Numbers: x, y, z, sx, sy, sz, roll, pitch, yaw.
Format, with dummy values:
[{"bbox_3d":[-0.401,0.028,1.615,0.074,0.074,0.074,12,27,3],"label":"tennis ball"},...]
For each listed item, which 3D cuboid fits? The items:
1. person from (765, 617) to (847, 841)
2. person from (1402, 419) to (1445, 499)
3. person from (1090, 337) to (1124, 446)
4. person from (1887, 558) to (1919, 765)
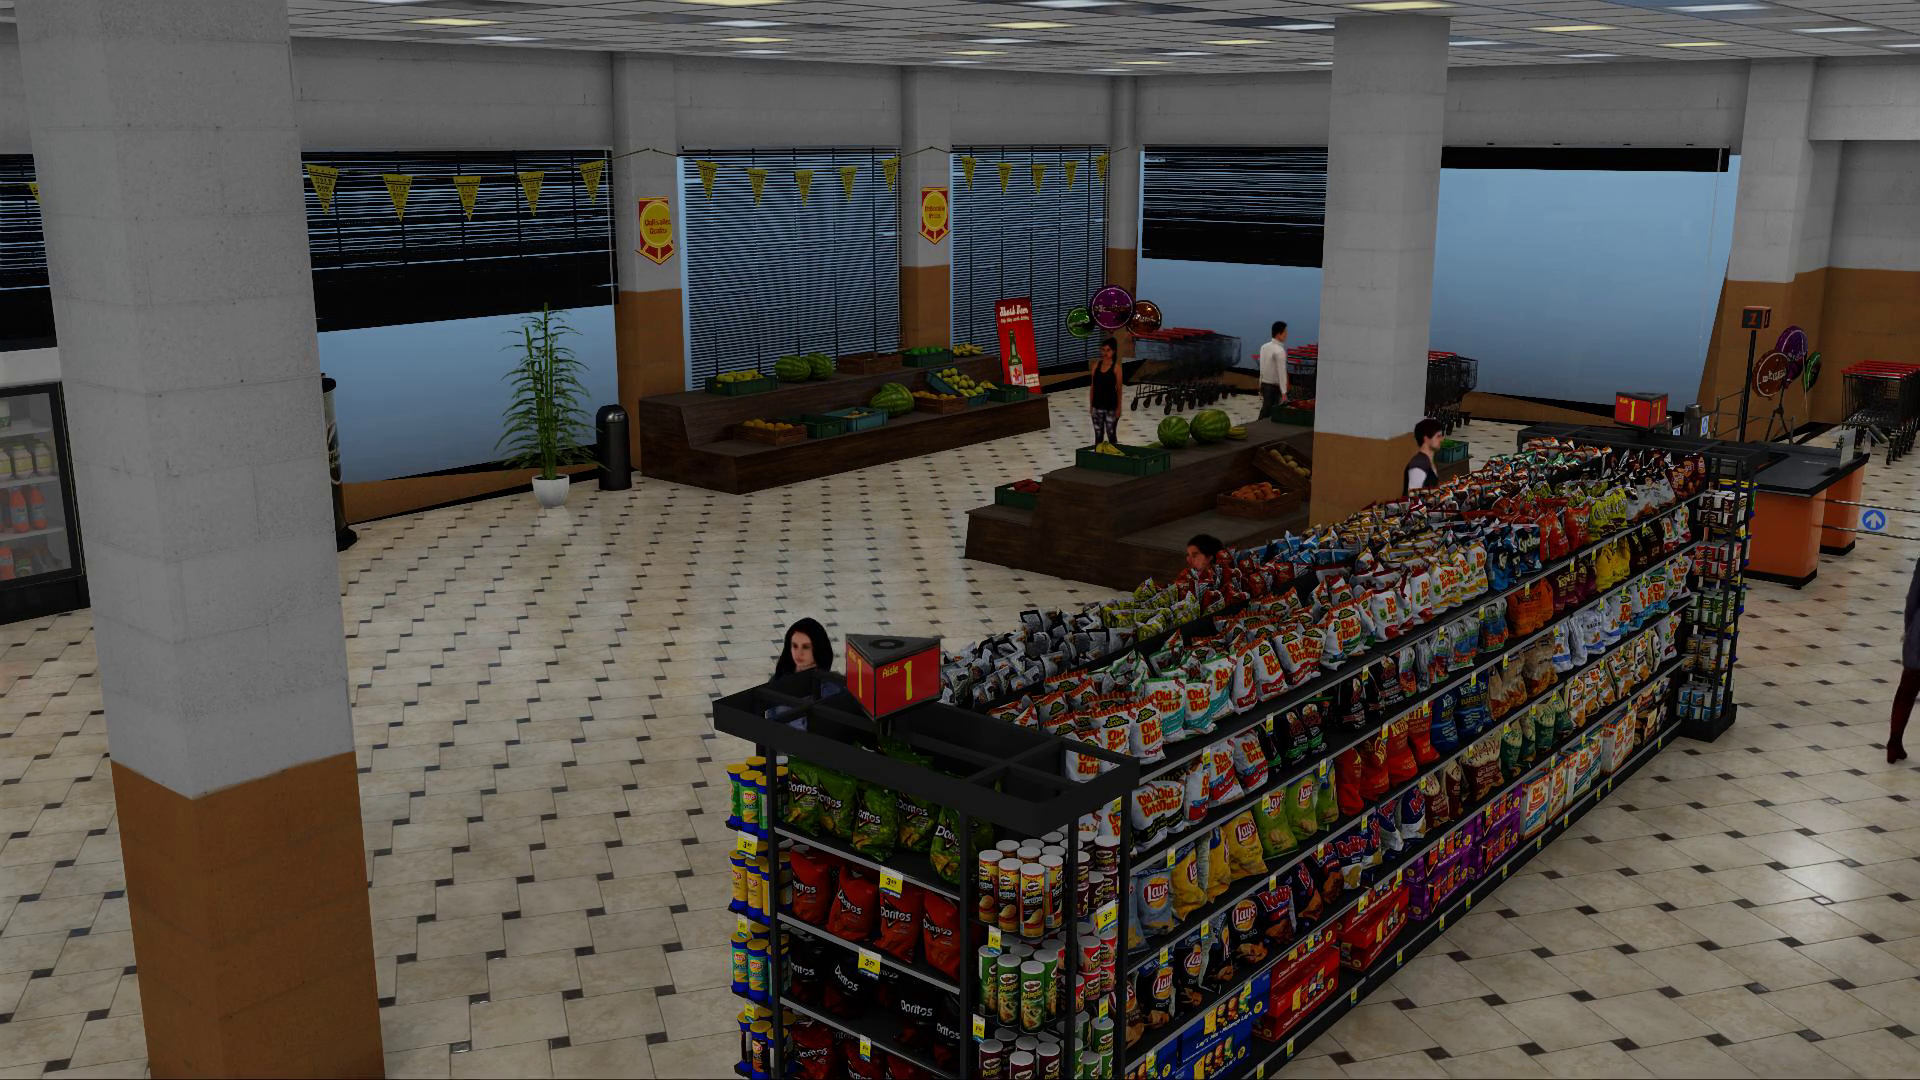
[{"bbox_3d":[-0.757,1.235,8.323,0.904,1.748,1.199,4,14,16],"label":"person"},{"bbox_3d":[3.634,-0.069,13.534,0.986,1.825,1.066,4,14,18],"label":"person"},{"bbox_3d":[1.799,-1.655,20.418,0.598,1.664,0.537,9,16,33],"label":"person"},{"bbox_3d":[6.357,0.660,10.803,0.682,1.696,0.671,-10,17,-35],"label":"person"}]
